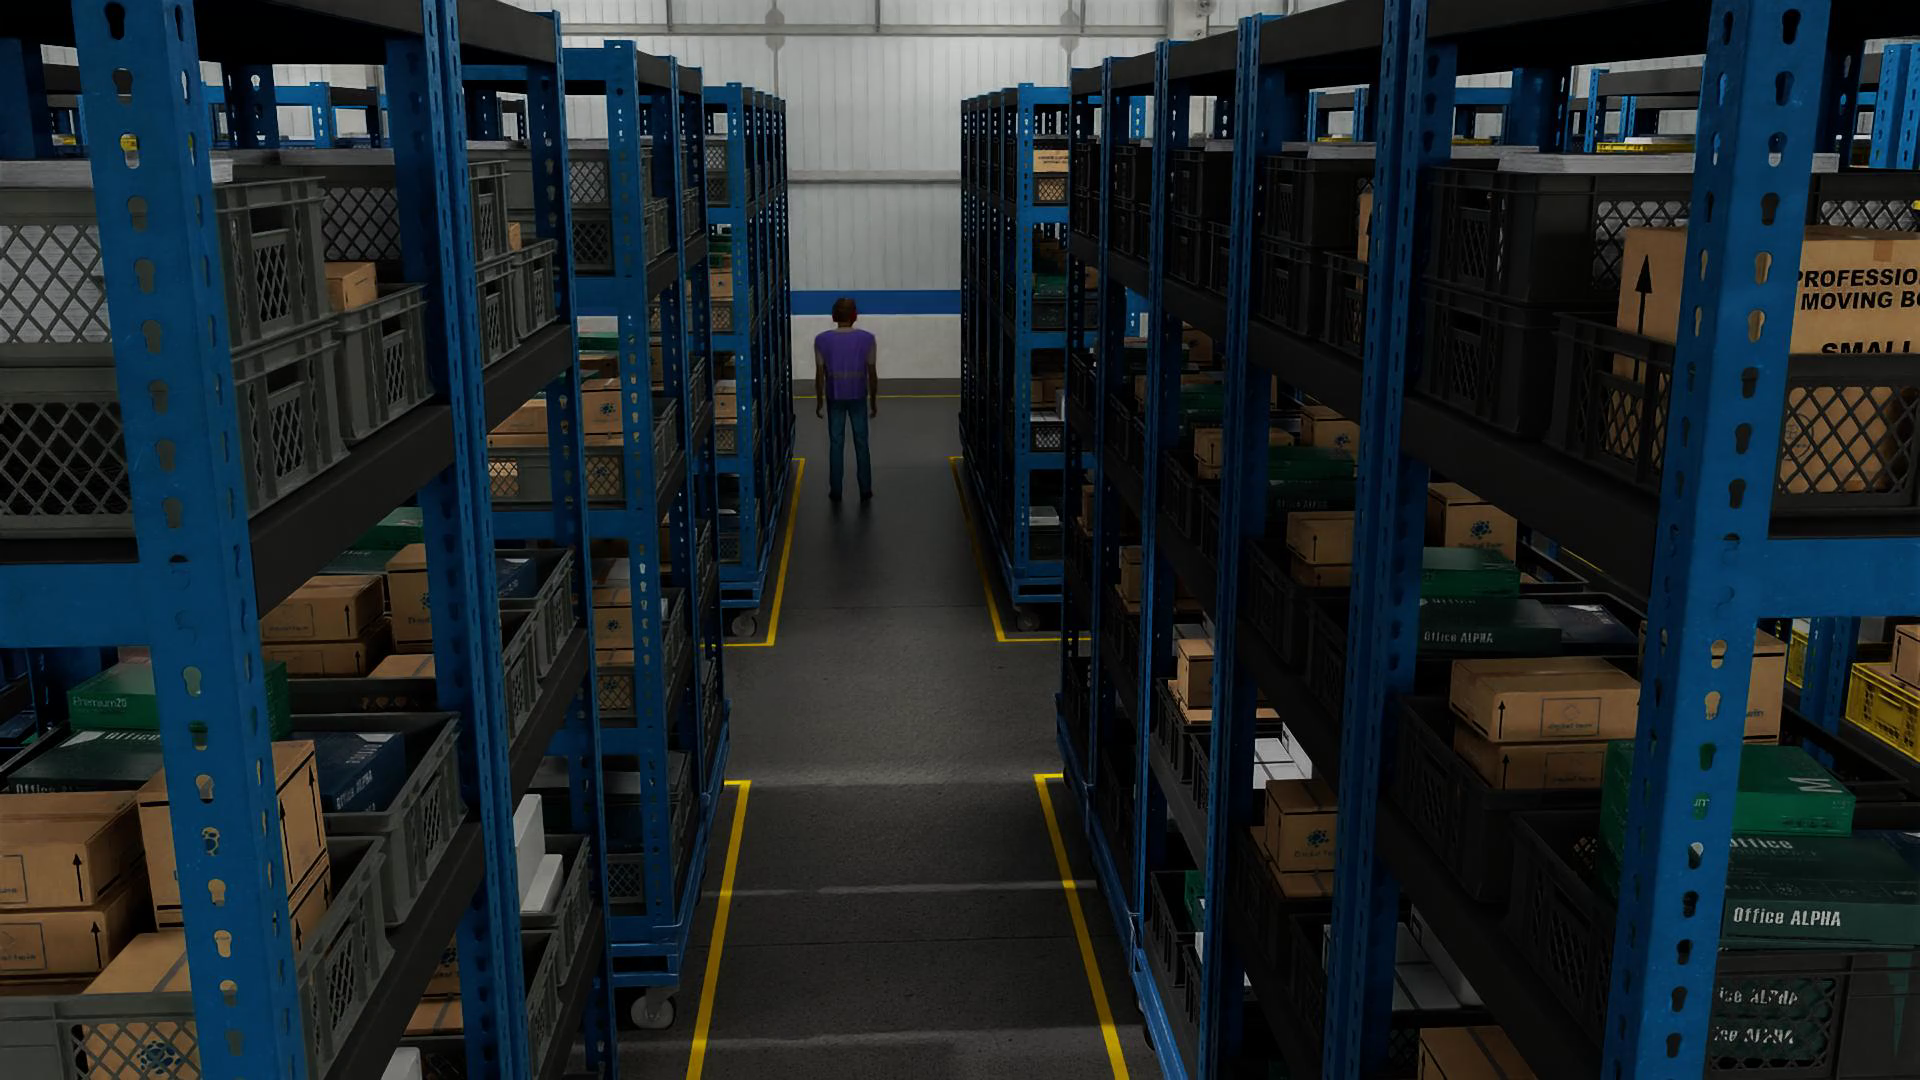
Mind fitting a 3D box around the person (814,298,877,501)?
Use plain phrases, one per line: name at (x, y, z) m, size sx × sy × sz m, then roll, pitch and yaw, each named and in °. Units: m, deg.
person at (-1.032, -1.260, 15.048) m, size 0.564 × 1.842 × 0.393 m, roll -2°, pitch 14°, yaw -6°
